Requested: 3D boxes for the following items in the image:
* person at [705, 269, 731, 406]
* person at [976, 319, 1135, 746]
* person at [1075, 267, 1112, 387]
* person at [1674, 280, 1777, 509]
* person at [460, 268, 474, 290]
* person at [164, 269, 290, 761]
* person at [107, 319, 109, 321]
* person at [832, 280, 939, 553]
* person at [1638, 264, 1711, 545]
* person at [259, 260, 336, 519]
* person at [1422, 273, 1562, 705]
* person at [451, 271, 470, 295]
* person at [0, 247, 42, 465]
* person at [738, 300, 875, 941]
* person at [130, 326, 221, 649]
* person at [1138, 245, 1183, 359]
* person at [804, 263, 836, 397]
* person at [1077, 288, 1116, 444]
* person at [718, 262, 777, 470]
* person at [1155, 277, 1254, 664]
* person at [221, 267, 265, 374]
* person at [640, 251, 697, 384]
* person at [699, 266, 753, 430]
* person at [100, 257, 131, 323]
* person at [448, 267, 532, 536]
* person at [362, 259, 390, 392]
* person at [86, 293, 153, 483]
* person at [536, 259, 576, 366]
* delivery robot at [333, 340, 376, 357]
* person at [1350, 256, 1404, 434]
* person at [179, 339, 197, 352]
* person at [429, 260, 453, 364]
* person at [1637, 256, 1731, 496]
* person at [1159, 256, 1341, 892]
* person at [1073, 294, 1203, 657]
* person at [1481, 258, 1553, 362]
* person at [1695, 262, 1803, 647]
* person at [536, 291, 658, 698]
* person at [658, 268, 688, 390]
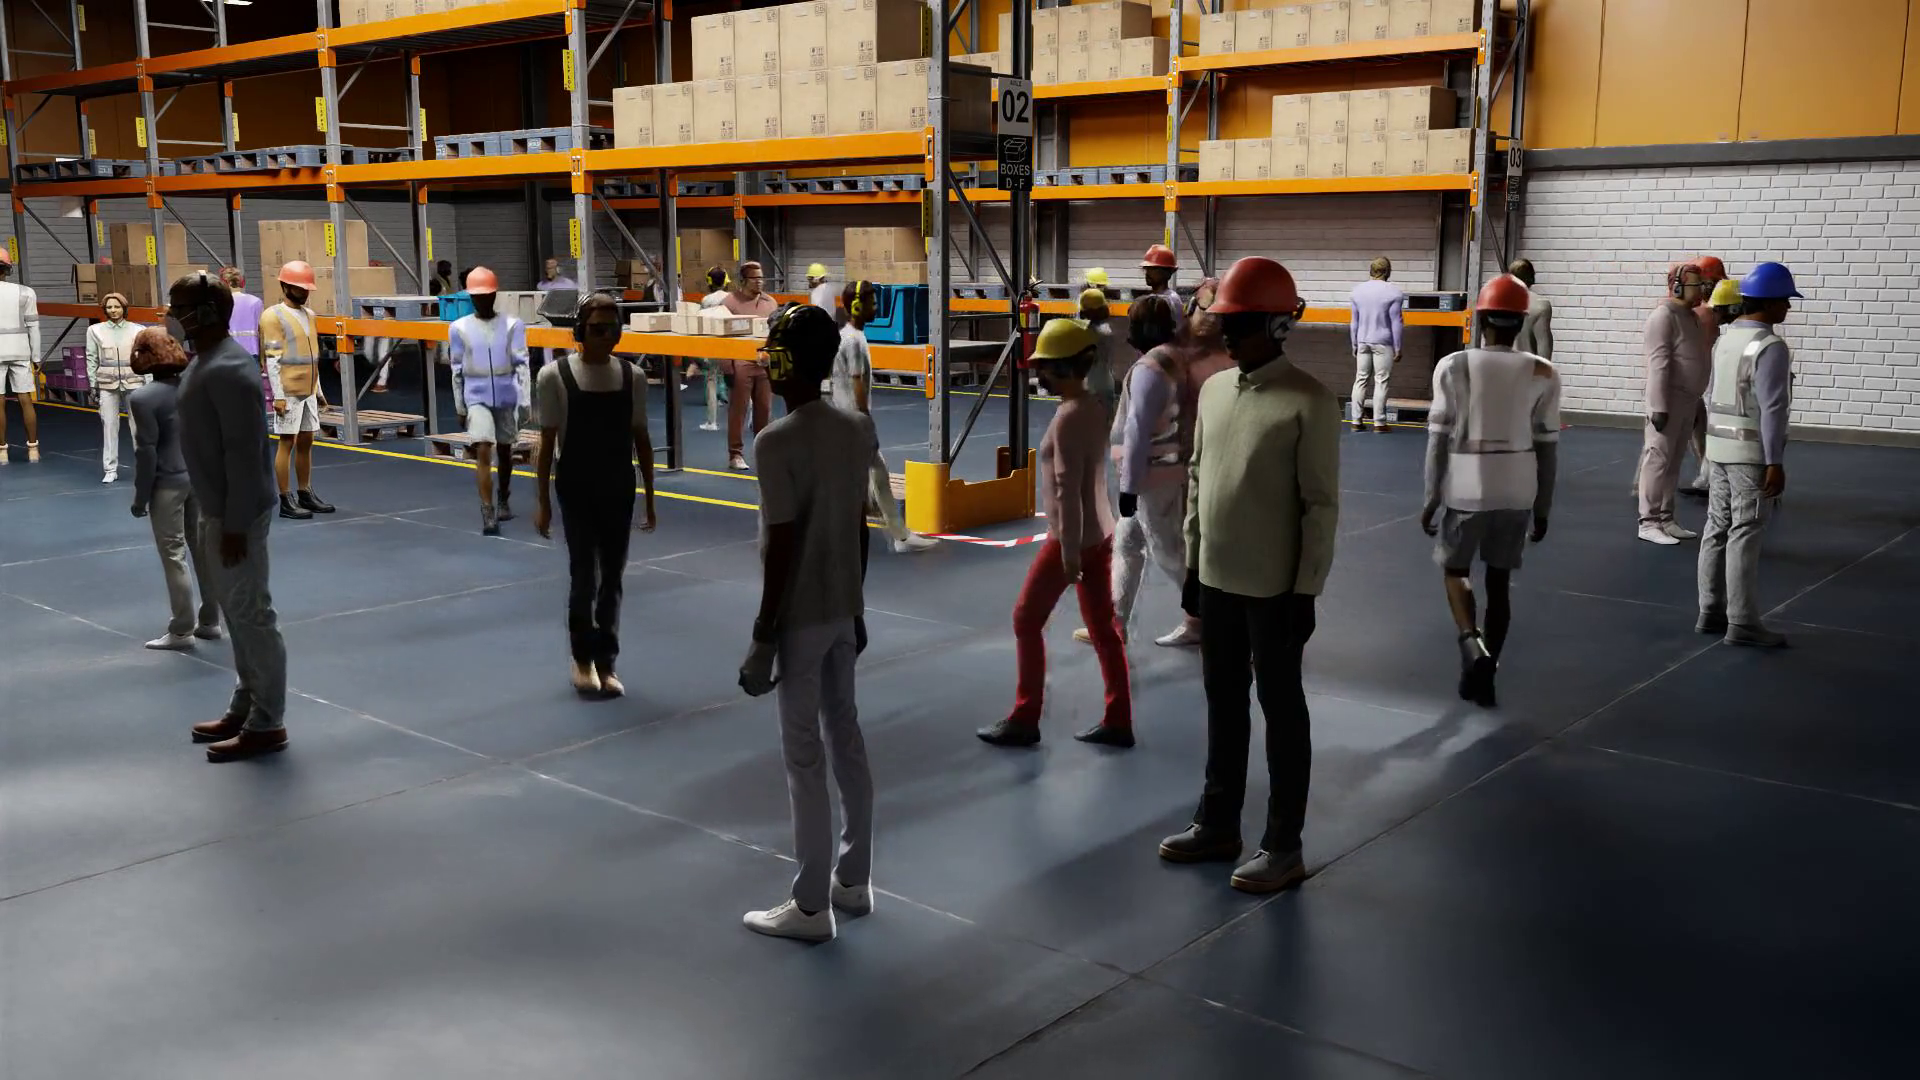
[{"bbox_3d":[-3.077,-2.576,21.276,0.454,1.753,0.524,3,10,15],"label":"person"},{"bbox_3d":[0.382,-0.012,6.715,0.747,1.742,0.540,4,11,22],"label":"person"},{"bbox_3d":[1.476,-2.122,18.515,0.419,1.811,0.608,1,10,7],"label":"person"},{"bbox_3d":[6.008,-1.126,12.967,0.852,1.770,0.597,5,11,26],"label":"person"},{"bbox_3d":[-9.333,-4.384,31.895,0.498,1.634,0.278,-9,13,-40],"label":"person"},{"bbox_3d":[-2.910,-0.096,6.619,0.372,1.939,0.629,-6,11,-30],"label":"person"},{"bbox_3d":[-12.115,-2.939,23.578,0.634,1.653,0.558,0,10,-2],"label":"person"},{"bbox_3d":[-0.670,-0.785,10.898,1.000,1.816,0.545,0,10,-1],"label":"person"},{"bbox_3d":[4.944,-0.933,11.469,0.406,1.911,0.637,9,13,42],"label":"person"},{"bbox_3d":[-4.970,-1.127,12.521,0.375,1.928,0.542,3,10,15],"label":"person"},{"bbox_3d":[2.316,-0.197,7.252,0.564,1.913,0.571,2,10,9],"label":"person"},{"bbox_3d":[-7.163,-3.074,24.262,0.539,1.695,0.319,-6,11,-29],"label":"person"},{"bbox_3d":[-8.942,-1.721,15.574,0.612,2.043,0.374,-8,13,-39],"label":"person"},{"bbox_3d":[-0.453,0.243,4.882,0.328,1.874,0.521,6,12,32],"label":"person"},{"bbox_3d":[-3.990,-0.262,8.427,0.279,1.634,0.497,3,10,14],"label":"person"},{"bbox_3d":[1.573,-1.330,13.338,0.366,2.046,0.614,-2,10,-13],"label":"person"},{"bbox_3d":[-1.901,-2.837,22.558,0.426,1.816,0.619,2,10,13],"label":"person"},{"bbox_3d":[1.245,-1.317,14.323,0.801,1.707,0.538,-2,10,-9],"label":"person"},{"bbox_3d":[-1.909,-1.593,15.264,0.634,1.900,0.398,-9,13,-41],"label":"person"},{"bbox_3d":[1.202,-0.350,8.227,0.780,1.886,0.449,8,13,39],"label":"person"},{"bbox_3d":[-7.274,-1.833,16.813,0.387,1.837,0.567,8,13,39],"label":"person"},{"bbox_3d":[-4.378,-3.364,24.932,0.887,2.000,0.720,-5,11,-25],"label":"person"},{"bbox_3d":[-2.582,-2.098,18.364,0.780,1.831,0.573,9,13,40],"label":"person"},{"bbox_3d":[-12.178,-3.090,23.818,0.894,1.883,0.582,-2,10,-10],"label":"person"},{"bbox_3d":[-3.390,-1.019,12.027,0.545,1.893,0.992,-4,11,-20],"label":"person"},{"bbox_3d":[-8.205,-3.011,23.429,0.571,1.870,0.484,3,10,16],"label":"person"},{"bbox_3d":[-7.265,-1.314,14.405,0.512,1.641,0.307,-4,11,-24],"label":"person"},{"bbox_3d":[-5.990,-3.248,24.772,0.633,1.870,0.960,1,10,6],"label":"person"},{"bbox_3d":[-10.337,-3.265,28.330,0.707,0.478,0.477,0,10,-2],"label":"delivery robot"},{"bbox_3d":[4.555,-2.127,18.208,0.628,1.931,0.358,9,14,43],"label":"person"},{"bbox_3d":[-12.483,-3.480,26.755,0.507,1.631,0.272,-3,10,-17],"label":"person"},{"bbox_3d":[-9.070,-3.984,29.112,0.607,1.813,0.639,0,10,1],"label":"person"},{"bbox_3d":[6.024,-1.307,13.486,1.007,1.940,0.608,1,10,5],"label":"person"},{"bbox_3d":[0.927,0.106,5.306,0.380,1.995,0.611,-7,12,-34],"label":"person"},{"bbox_3d":[1.022,-0.311,8.239,0.909,1.809,0.630,4,11,20],"label":"person"},{"bbox_3d":[4.722,-1.414,14.124,0.372,1.940,0.630,-10,14,-44],"label":"person"},{"bbox_3d":[4.043,-0.437,8.530,0.400,1.949,0.605,0,10,-2],"label":"person"},{"bbox_3d":[-1.609,-0.184,7.421,0.535,1.828,0.441,-6,12,-32],"label":"person"},{"bbox_3d":[-4.142,-3.120,23.892,0.391,1.920,0.587,0,10,1],"label":"person"}]
